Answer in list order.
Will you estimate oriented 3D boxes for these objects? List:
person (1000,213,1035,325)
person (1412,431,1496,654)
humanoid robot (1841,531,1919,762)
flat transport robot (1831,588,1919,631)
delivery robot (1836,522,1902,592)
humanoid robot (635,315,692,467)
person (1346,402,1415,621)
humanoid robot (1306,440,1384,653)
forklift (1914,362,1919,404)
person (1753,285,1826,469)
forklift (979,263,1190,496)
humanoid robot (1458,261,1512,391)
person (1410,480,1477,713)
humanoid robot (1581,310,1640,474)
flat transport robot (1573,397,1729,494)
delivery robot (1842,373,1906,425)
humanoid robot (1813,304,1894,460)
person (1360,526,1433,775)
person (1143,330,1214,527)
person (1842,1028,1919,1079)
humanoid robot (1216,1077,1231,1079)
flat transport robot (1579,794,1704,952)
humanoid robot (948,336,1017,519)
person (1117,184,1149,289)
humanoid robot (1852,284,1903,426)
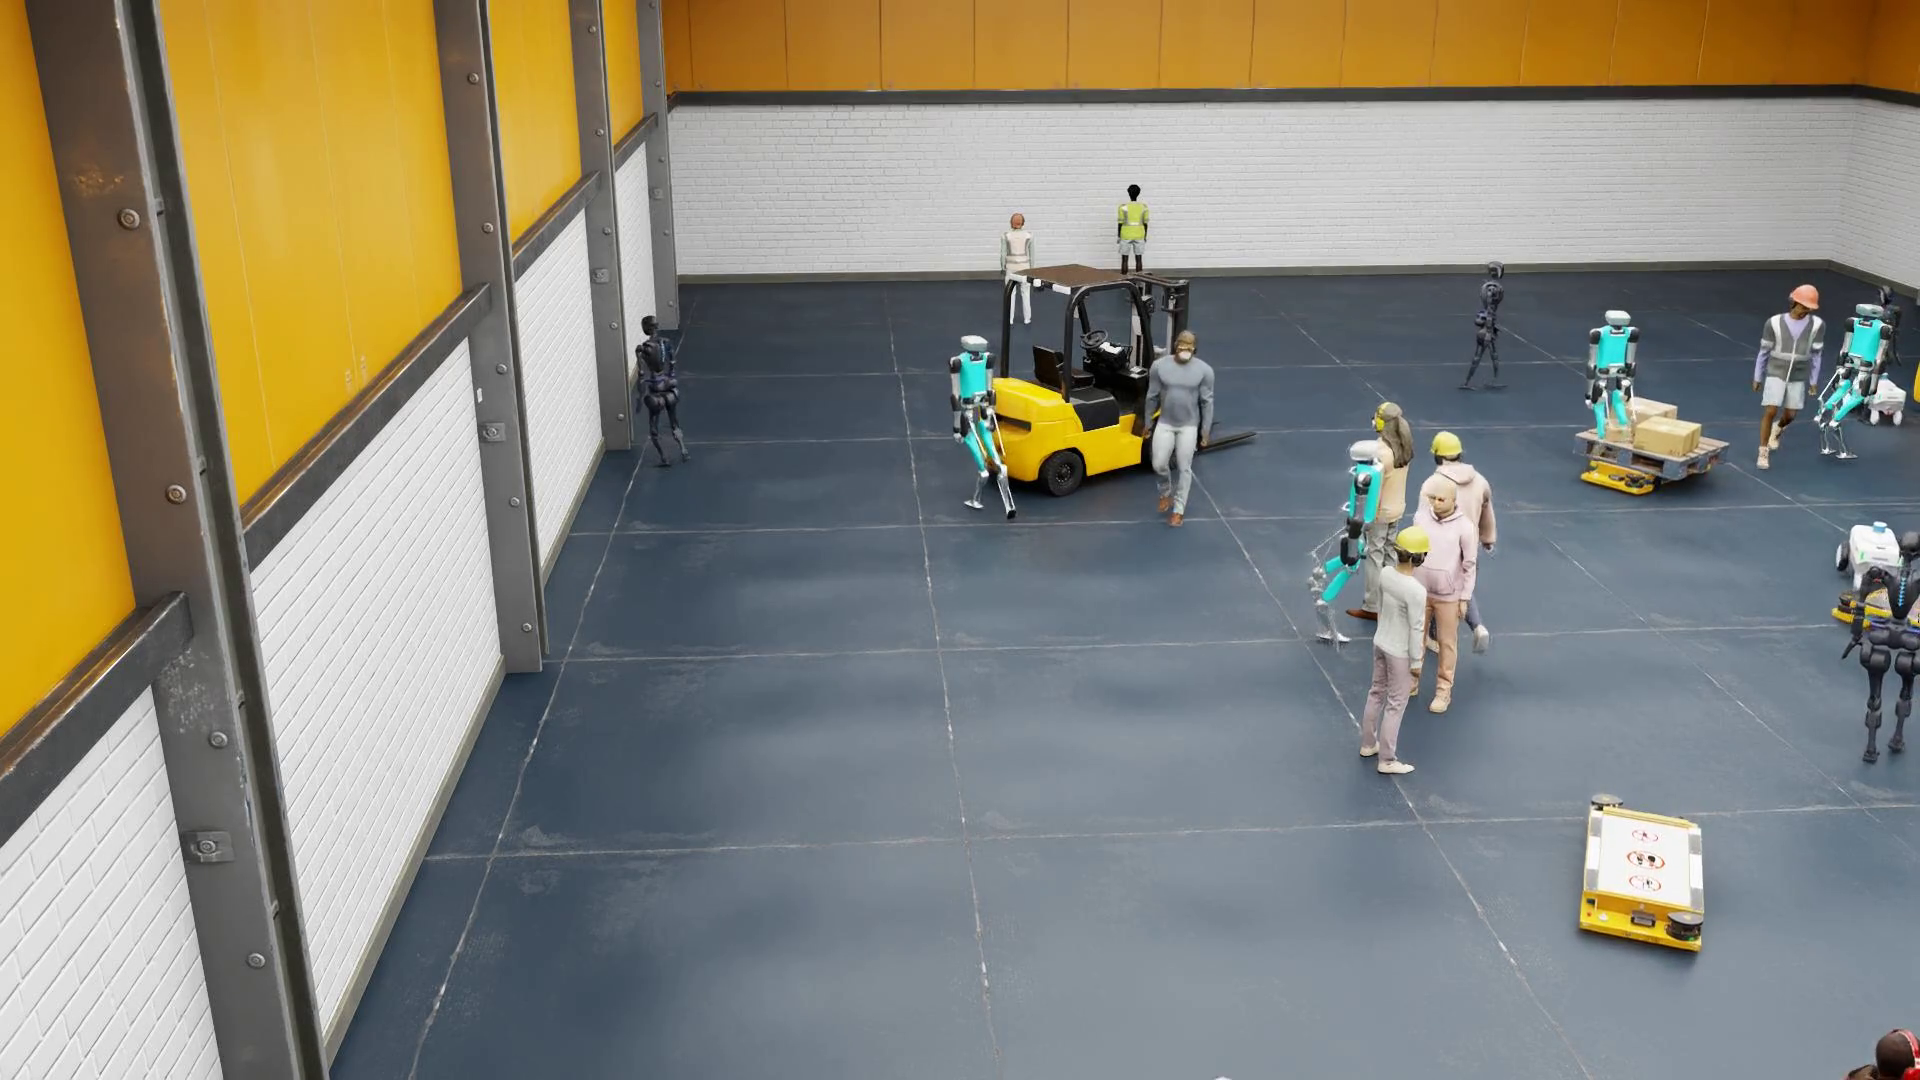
[{"bbox_3d":[0.843,-3.983,24.489,0.513,1.637,0.313,-1,20,-2],"label":"person"},{"bbox_3d":[3.926,0.064,13.192,0.802,1.833,0.654,-8,22,-21],"label":"person"},{"bbox_3d":[6.505,0.735,11.591,0.602,1.651,0.445,13,24,31],"label":"humanoid robot"},{"bbox_3d":[8.051,0.712,13.686,0.659,0.231,1.431,-13,24,-31],"label":"flat transport robot"},{"bbox_3d":[8.157,0.125,14.837,0.499,0.570,0.747,8,21,20],"label":"delivery robot"},{"bbox_3d":[-3.209,-1.602,17.964,0.447,1.646,0.610,13,24,32],"label":"humanoid robot"},{"bbox_3d":[3.551,-0.234,13.943,0.399,1.874,0.566,18,27,40],"label":"person"},{"bbox_3d":[3.012,0.057,13.373,0.681,1.821,0.543,8,22,22],"label":"humanoid robot"},{"bbox_3d":[12.602,-2.435,19.475,2.313,2.155,1.214,-1,20,-4],"label":"forklift"},{"bbox_3d":[8.948,-1.802,18.027,0.629,2.006,0.758,6,21,15],"label":"person"},{"bbox_3d":[1.315,-1.764,17.646,2.313,2.155,1.214,-14,24,-33],"label":"forklift"},{"bbox_3d":[6.685,-2.680,20.903,0.642,1.637,0.589,8,22,20],"label":"humanoid robot"},{"bbox_3d":[3.542,0.397,12.347,0.539,1.781,0.398,16,25,36],"label":"person"},{"bbox_3d":[6.920,-1.468,17.552,0.541,1.840,0.657,-2,20,-5],"label":"humanoid robot"},{"bbox_3d":[7.329,-0.770,17.724,1.431,0.231,0.659,-15,25,-35],"label":"flat transport robot"},{"bbox_3d":[10.961,-1.708,19.871,0.499,0.598,0.801,1,20,3],"label":"delivery robot"},{"bbox_3d":[9.523,-1.690,17.915,0.735,1.673,0.533,-9,22,-24],"label":"humanoid robot"},{"bbox_3d":[3.027,0.746,11.436,0.341,1.761,0.521,-6,21,-15],"label":"person"},{"bbox_3d":[2.116,-1.090,16.190,0.670,1.924,0.492,5,21,12],"label":"person"},{"bbox_3d":[3.405,2.619,6.514,0.508,1.630,0.490,3,20,7],"label":"person"},{"bbox_3d":[0.815,2.852,5.844,0.537,1.866,0.736,13,24,31],"label":"humanoid robot"},{"bbox_3d":[4.166,2.008,10.156,0.659,0.231,1.431,8,22,20],"label":"flat transport robot"},{"bbox_3d":[0.306,-1.055,16.434,0.553,1.835,0.900,-14,25,-34],"label":"humanoid robot"},{"bbox_3d":[2.789,-4.904,26.926,0.534,1.691,0.321,-3,20,-7],"label":"person"},{"bbox_3d":[10.833,-2.198,19.626,0.610,1.654,0.613,-2,20,-7],"label":"humanoid robot"}]
